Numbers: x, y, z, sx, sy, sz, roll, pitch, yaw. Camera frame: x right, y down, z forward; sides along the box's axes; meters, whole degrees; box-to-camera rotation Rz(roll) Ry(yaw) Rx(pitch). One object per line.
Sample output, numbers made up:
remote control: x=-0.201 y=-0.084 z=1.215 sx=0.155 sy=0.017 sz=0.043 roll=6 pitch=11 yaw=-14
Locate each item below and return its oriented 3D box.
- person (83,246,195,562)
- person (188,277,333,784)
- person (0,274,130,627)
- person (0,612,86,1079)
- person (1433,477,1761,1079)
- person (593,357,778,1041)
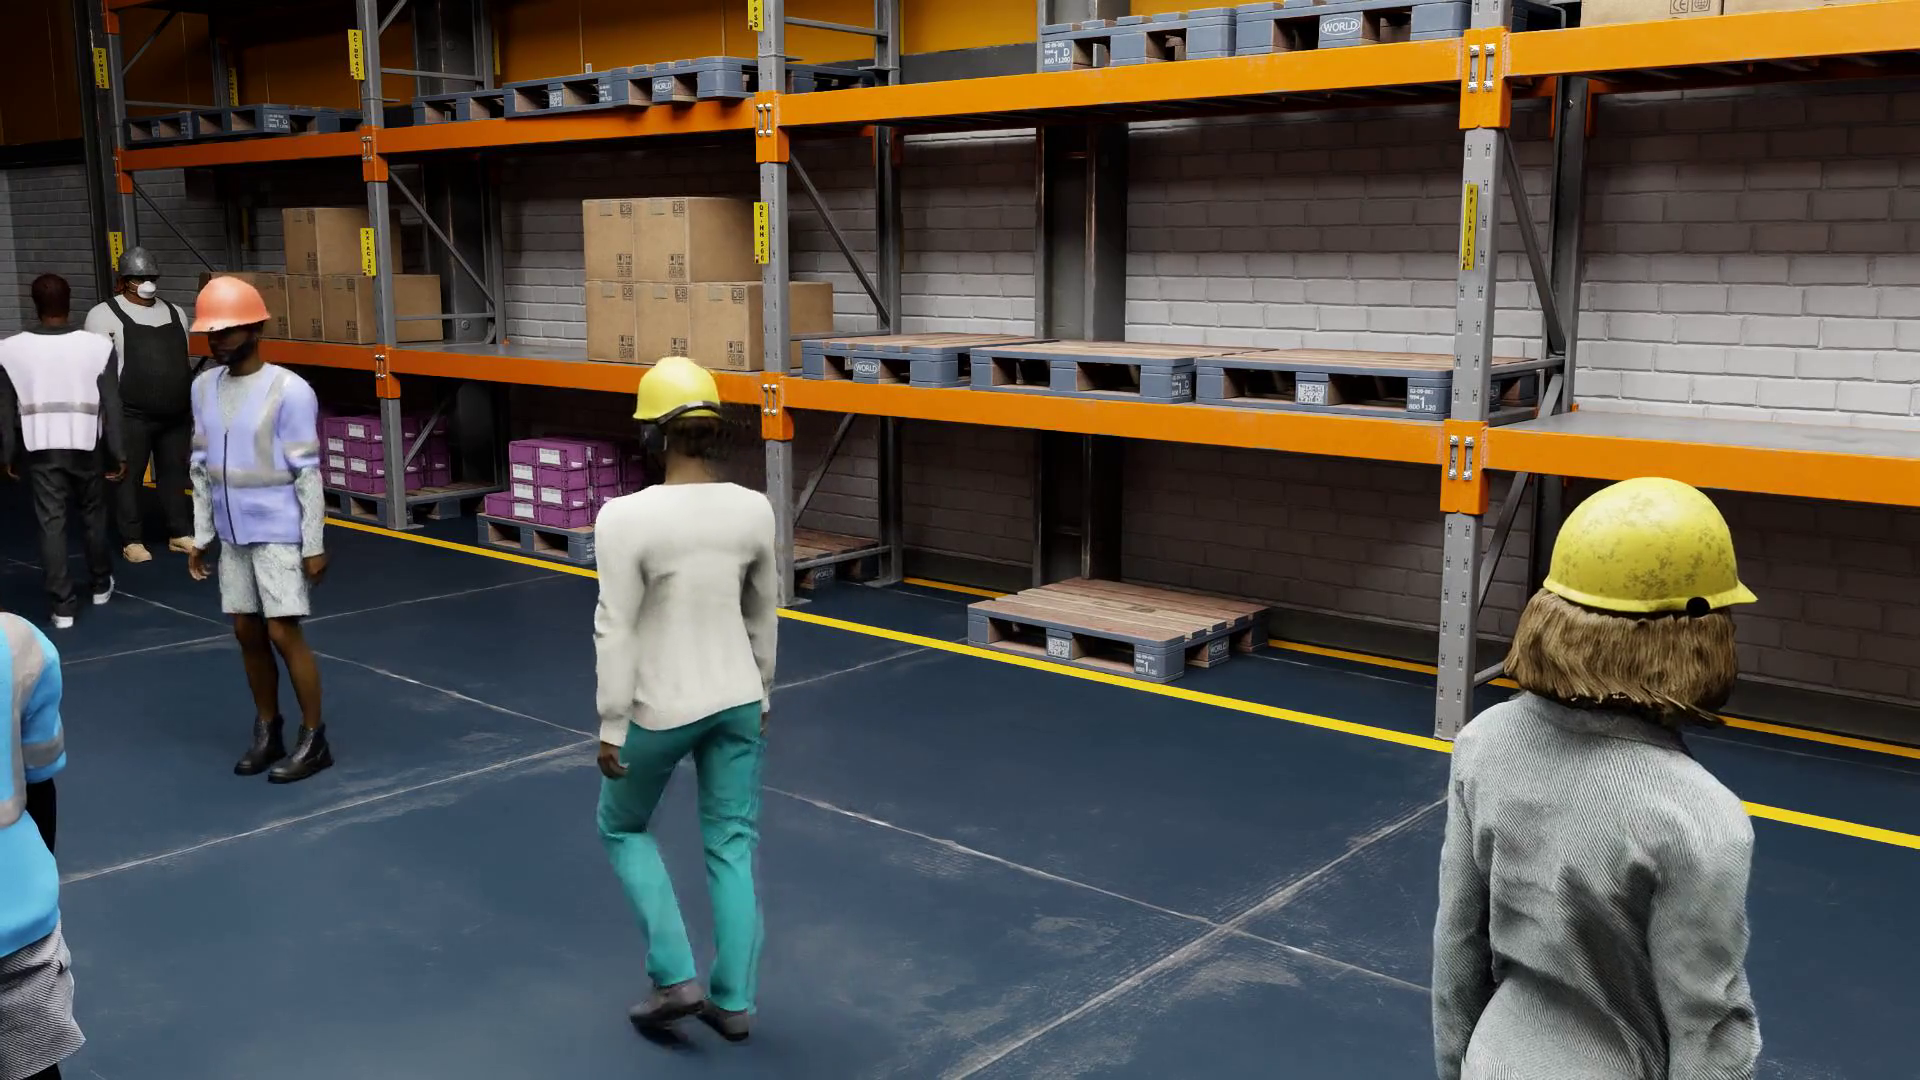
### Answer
person: x=-5.258 y=-0.889 z=10.841 sx=0.537 sy=2.000 sz=0.683 roll=6 pitch=12 yaw=32
person: x=-2.683 y=-0.025 z=6.321 sx=0.556 sy=1.920 sz=0.424 roll=4 pitch=11 yaw=23
person: x=-4.930 y=-0.508 z=9.158 sx=0.619 sy=1.874 sz=0.903 roll=-5 pitch=11 yaw=-25
person: x=-1.748 y=0.692 z=2.831 sx=0.320 sy=1.692 sz=0.531 roll=4 pitch=11 yaw=20
person: x=0.820 y=0.783 z=2.170 sx=0.324 sy=1.743 sz=0.490 roll=-4 pitch=11 yaw=-22
person: x=-0.698 y=0.417 z=4.223 sx=0.555 sy=1.749 sz=0.425 roll=-9 pitch=13 yaw=-40
